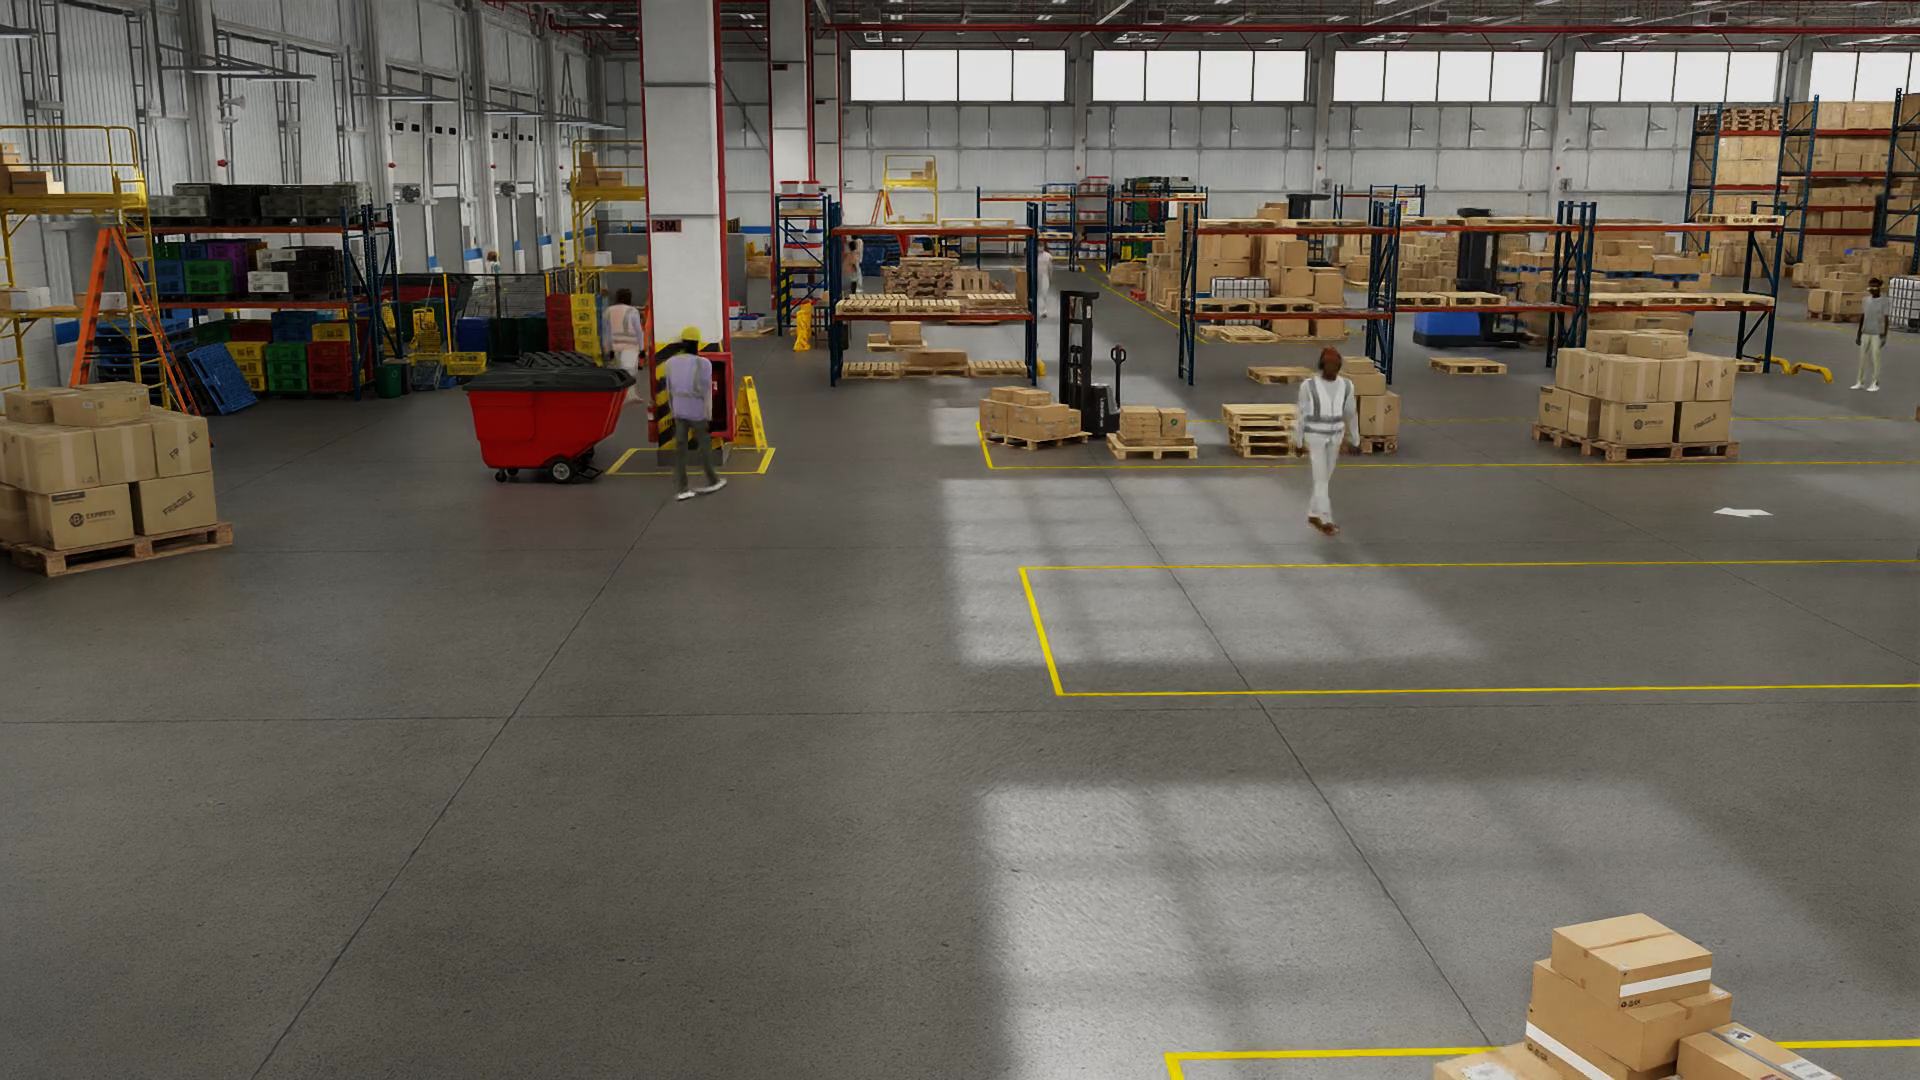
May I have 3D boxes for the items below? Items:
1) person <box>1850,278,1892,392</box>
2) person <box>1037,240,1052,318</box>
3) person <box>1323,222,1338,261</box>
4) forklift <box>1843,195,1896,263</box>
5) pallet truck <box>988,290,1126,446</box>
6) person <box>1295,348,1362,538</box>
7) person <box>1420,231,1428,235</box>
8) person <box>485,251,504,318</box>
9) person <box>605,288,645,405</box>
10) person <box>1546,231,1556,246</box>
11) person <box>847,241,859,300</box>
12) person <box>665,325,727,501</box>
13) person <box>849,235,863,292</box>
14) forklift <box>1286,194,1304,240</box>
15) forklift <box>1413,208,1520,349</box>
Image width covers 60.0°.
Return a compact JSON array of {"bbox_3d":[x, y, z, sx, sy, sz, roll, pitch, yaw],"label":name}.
[{"bbox_3d":[14.932,-3.362,27.232,0.324,1.858,0.531,-7,14,-28],"label":"person"},{"bbox_3d":[1.949,-6.453,41.085,0.636,1.917,0.826,-2,13,-9],"label":"person"},{"bbox_3d":[13.069,-10.290,58.416,0.657,1.888,0.989,3,13,11],"label":"person"},{"bbox_3d":[29.663,-9.698,53.506,1.873,2.768,1.129,0,12,-2],"label":"forklift"},{"bbox_3d":[1.257,-2.299,22.111,1.885,1.965,0.823,-9,15,-35],"label":"pallet truck"},{"bbox_3d":[3.650,-0.950,16.353,0.599,1.841,0.942,-3,13,-14],"label":"person"},{"bbox_3d":[16.202,-10.331,58.644,0.553,1.879,1.032,-7,14,-28],"label":"person"},{"bbox_3d":[-11.481,-6.268,40.872,0.519,1.633,0.312,11,16,40],"label":"person"},{"bbox_3d":[-5.141,-2.933,25.393,0.626,1.822,0.792,9,15,34],"label":"person"},{"bbox_3d":[18.122,-8.651,50.861,0.617,1.973,0.825,-5,13,-20],"label":"person"},{"bbox_3d":[-2.937,-7.423,45.947,0.388,1.684,0.543,-2,13,-8],"label":"person"},{"bbox_3d":[-2.913,-1.418,18.363,0.617,1.888,0.898,5,13,20],"label":"person"},{"bbox_3d":[-3.128,-8.352,49.634,0.391,1.919,0.581,-11,17,-42],"label":"person"},{"bbox_3d":[11.014,-9.999,54.867,1.873,2.768,1.129,0,12,-2],"label":"forklift"},{"bbox_3d":[10.296,-5.301,33.657,1.873,2.768,1.129,0,12,-2],"label":"forklift"}]
